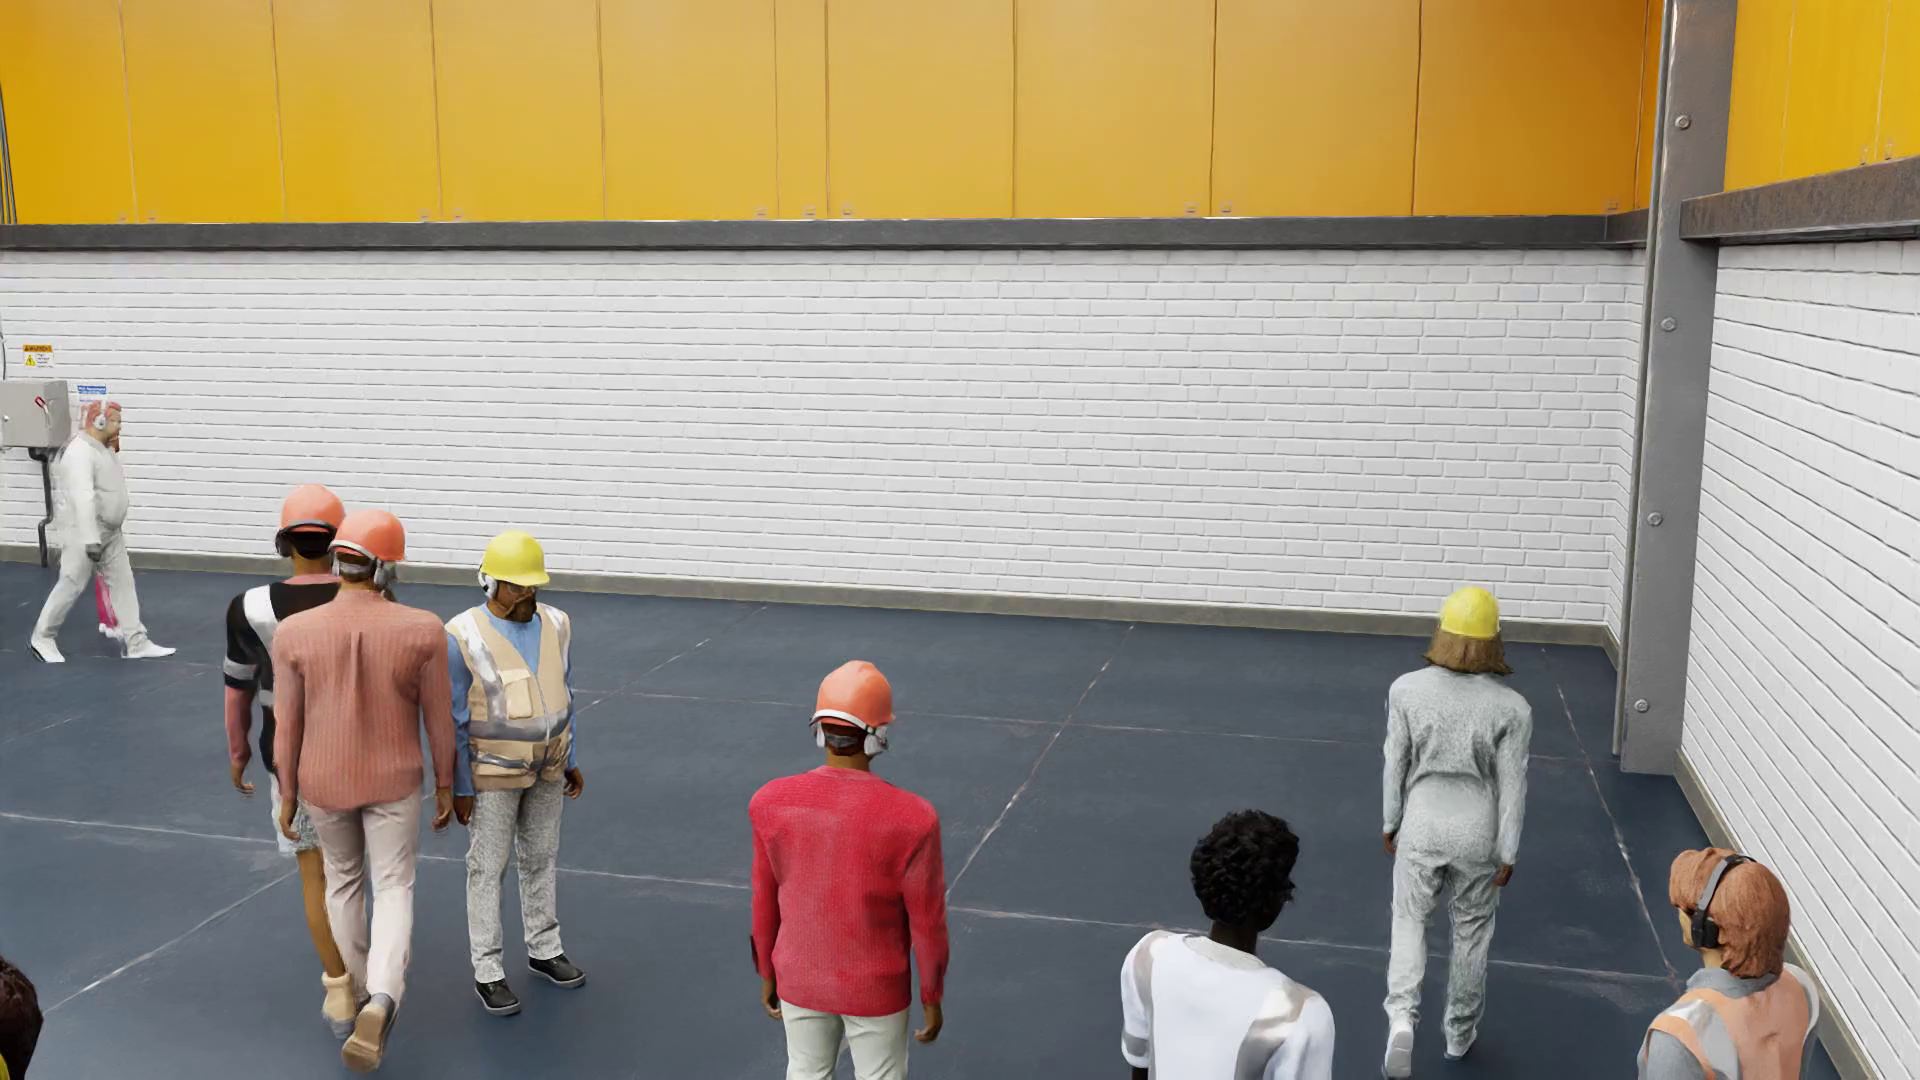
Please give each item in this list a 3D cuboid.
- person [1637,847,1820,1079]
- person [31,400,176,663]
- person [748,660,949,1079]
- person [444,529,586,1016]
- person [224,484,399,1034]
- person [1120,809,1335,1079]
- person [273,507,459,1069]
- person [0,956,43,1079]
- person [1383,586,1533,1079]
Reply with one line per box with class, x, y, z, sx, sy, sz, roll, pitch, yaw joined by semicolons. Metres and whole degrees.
person;1.569;1.439;3.474;0.512;1.642;0.312;-6;12;-34
person;-6.126;-0.052;11.682;0.953;1.850;0.715;-1;10;-6
person;-0.300;1.195;4.620;0.574;1.742;0.355;3;10;17
person;-1.683;0.861;6.329;0.404;1.828;0.587;8;12;39
person;-2.452;0.781;6.346;0.622;1.980;1.059;-6;11;-30
person;0.562;1.402;3.558;0.319;1.690;0.540;-9;13;-43
person;-2.104;0.872;5.898;0.624;1.959;0.836;-2;10;-13
person;-1.396;1.495;2.546;0.370;1.853;0.509;-7;12;-34
person;1.685;1.013;5.719;0.493;1.726;0.644;4;11;24
